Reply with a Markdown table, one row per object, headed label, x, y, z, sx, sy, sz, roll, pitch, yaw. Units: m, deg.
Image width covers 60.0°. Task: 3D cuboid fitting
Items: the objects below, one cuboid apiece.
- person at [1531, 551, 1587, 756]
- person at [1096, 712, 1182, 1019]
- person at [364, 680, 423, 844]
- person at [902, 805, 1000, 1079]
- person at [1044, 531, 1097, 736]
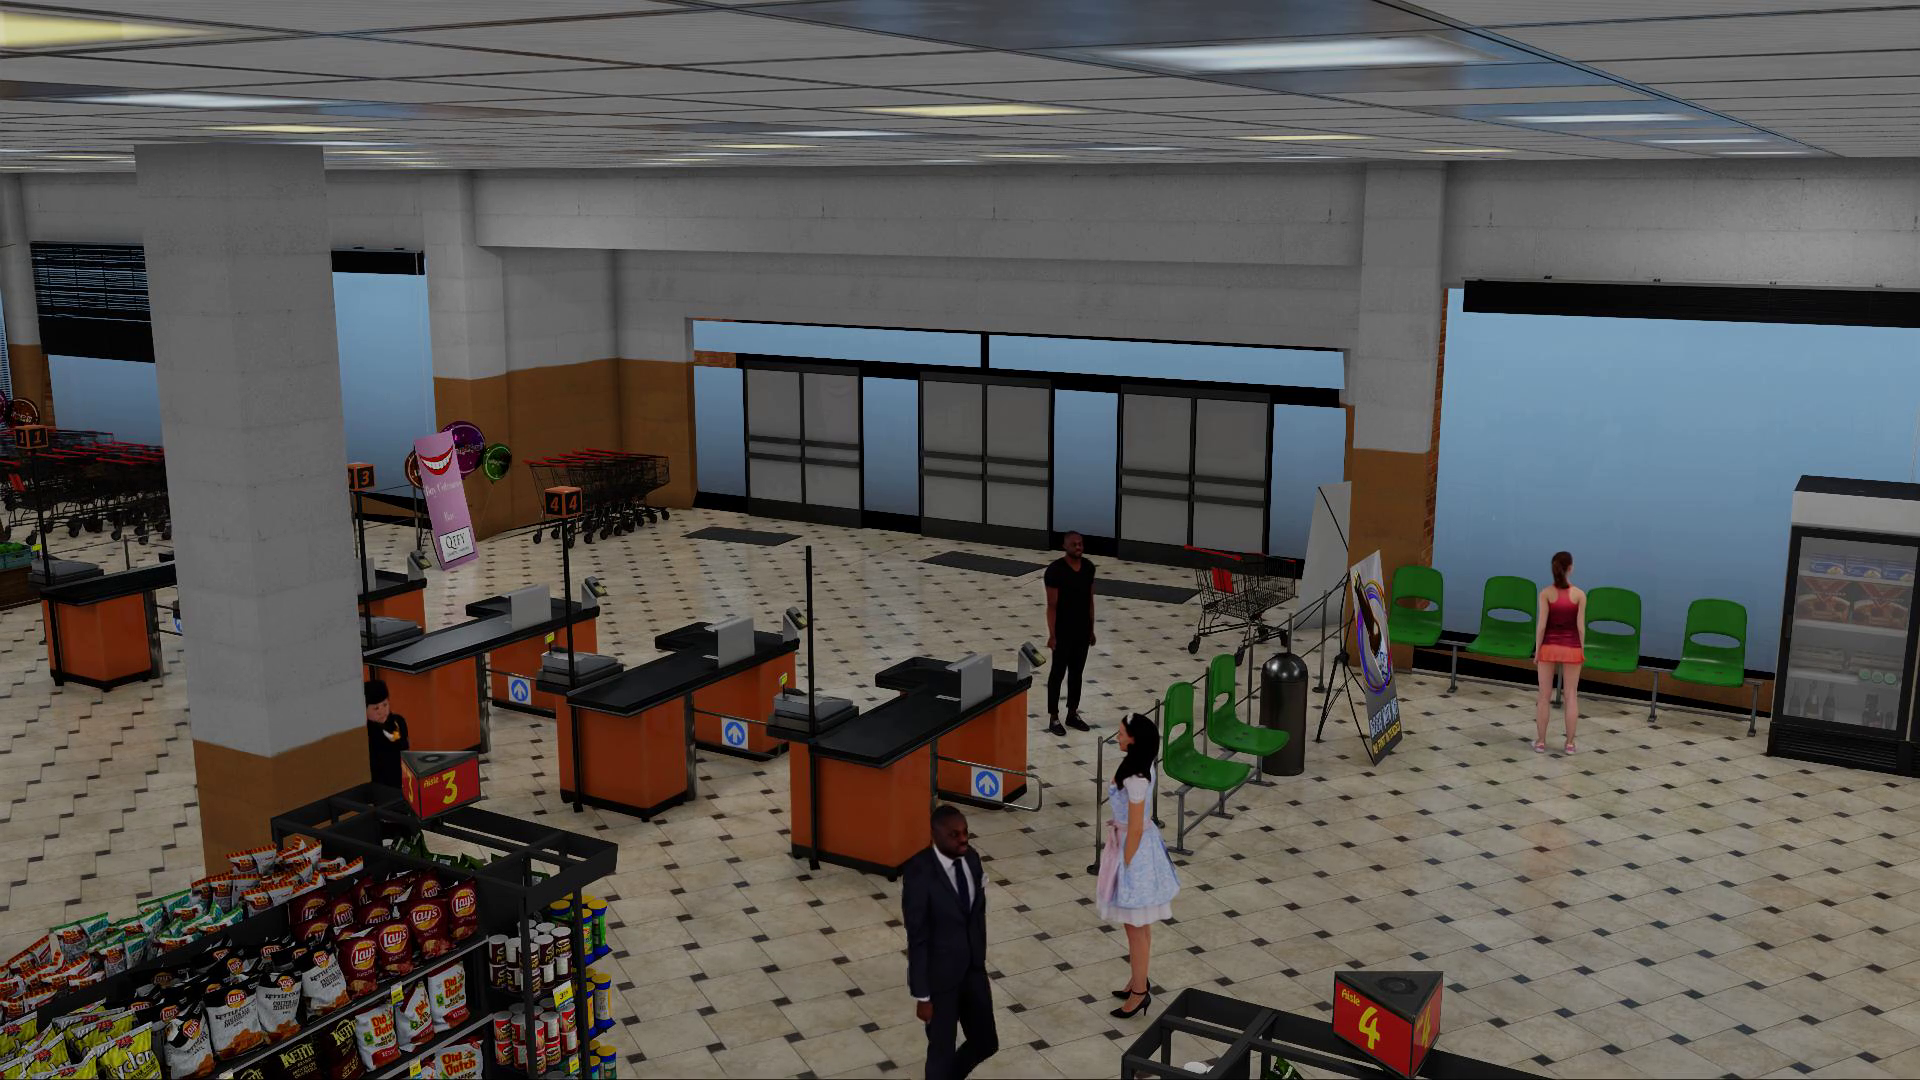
| label | x | y | z | sx | sy | sz | roll | pitch | yaw |
| --- | --- | --- | --- | --- | --- | --- | --- | --- | --- |
| person | 5.102 | 0.957 | 14.161 | 0.618 | 1.749 | 0.600 | 4 | 12 | 16 |
| person | 1.009 | 1.875 | 9.636 | 0.864 | 1.818 | 0.780 | 2 | 12 | 10 |
| person | -3.846 | 1.718 | 10.841 | 0.783 | 1.627 | 0.910 | 6 | 13 | 26 |
| person | -0.107 | 2.159 | 8.309 | 0.840 | 1.808 | 0.693 | 11 | 16 | 43 |
| person | 0.975 | 0.803 | 14.722 | 0.687 | 1.819 | 0.807 | -7 | 14 | -28 |
